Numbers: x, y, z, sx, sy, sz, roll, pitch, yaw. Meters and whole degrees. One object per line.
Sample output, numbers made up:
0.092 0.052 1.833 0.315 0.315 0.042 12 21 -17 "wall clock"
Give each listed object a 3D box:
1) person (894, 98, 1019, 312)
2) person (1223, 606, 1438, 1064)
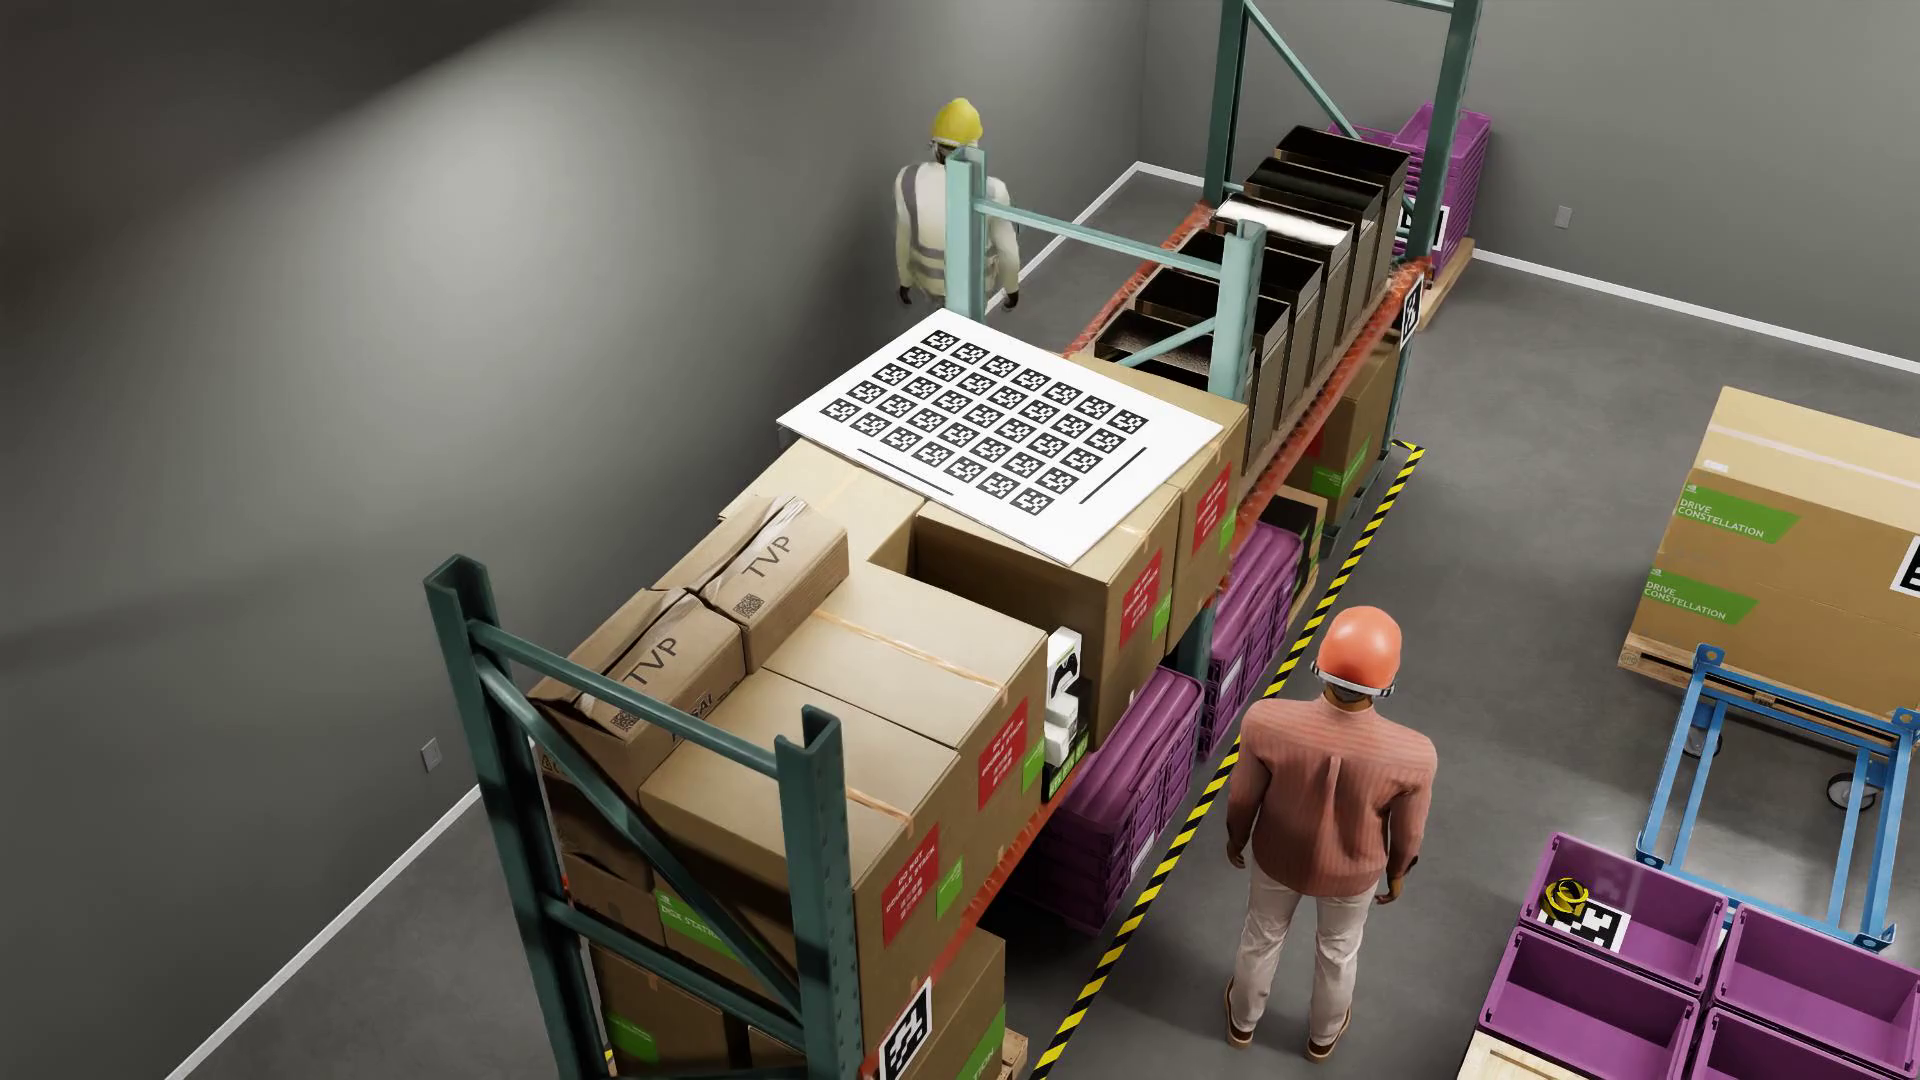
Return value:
-0.019 -1.327 8.297 0.608 1.789 0.934 16 42 18 "person"
1.156 0.993 5.371 0.612 1.995 0.382 10 41 12 "person"
